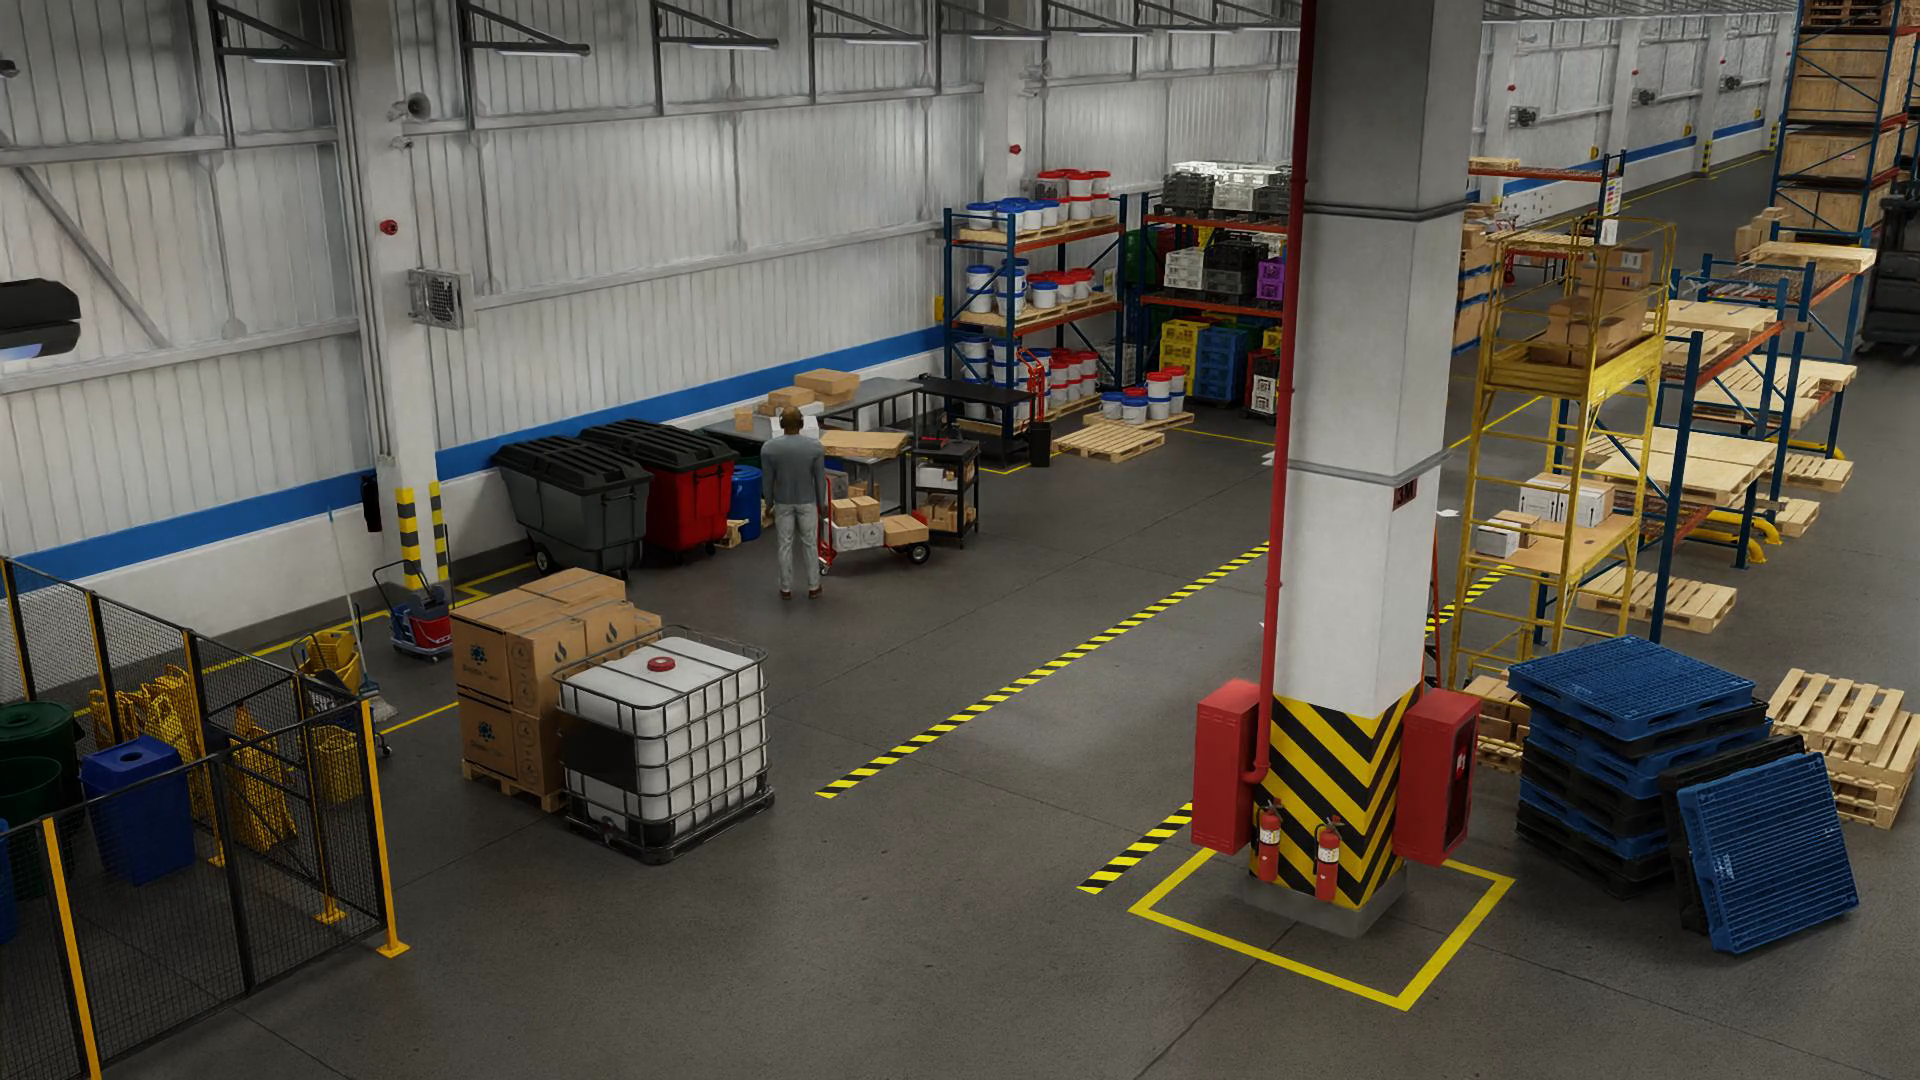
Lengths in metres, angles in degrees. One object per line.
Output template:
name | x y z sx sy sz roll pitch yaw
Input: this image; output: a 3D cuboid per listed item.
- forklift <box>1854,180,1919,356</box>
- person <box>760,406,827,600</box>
forklift | 15.689 -4.470 27.300 1.129 2.768 1.873 13 22 34
person | -1.608 -0.352 16.197 0.627 1.934 0.372 -1 18 -3
